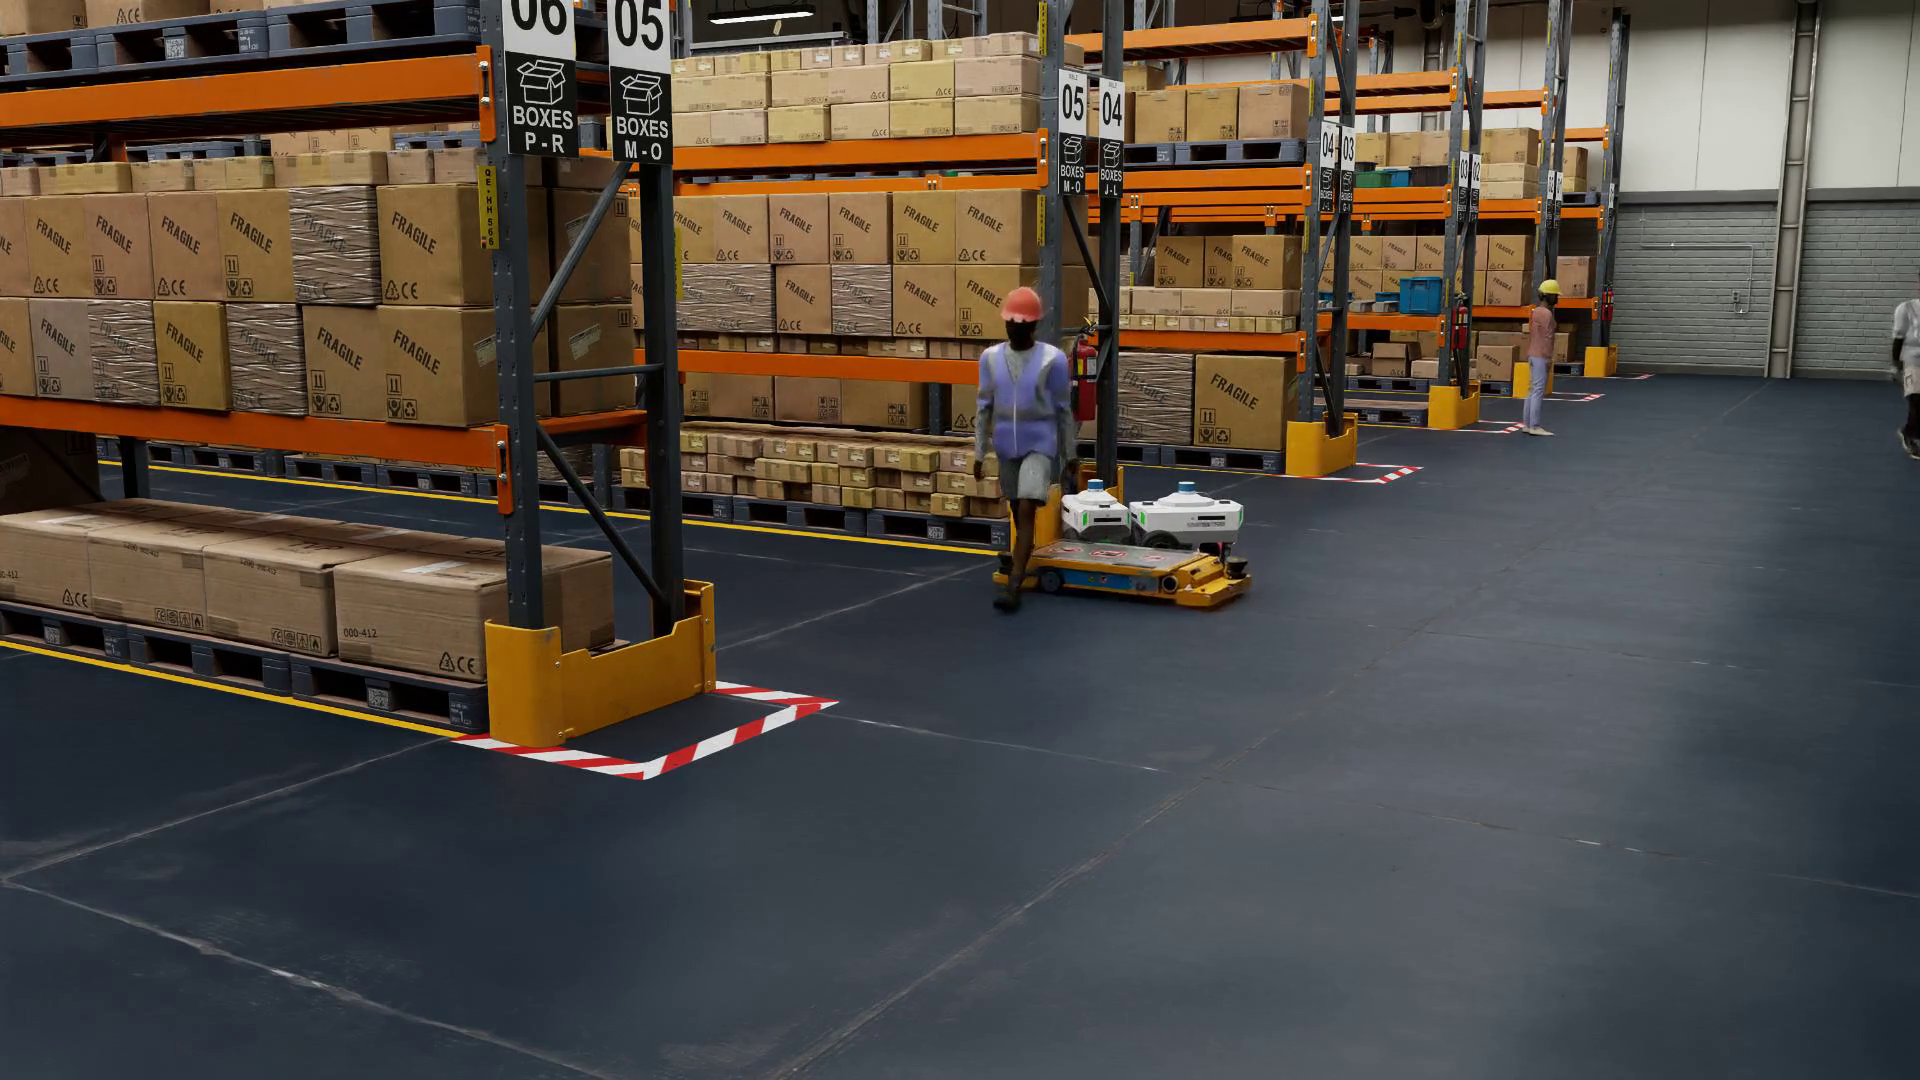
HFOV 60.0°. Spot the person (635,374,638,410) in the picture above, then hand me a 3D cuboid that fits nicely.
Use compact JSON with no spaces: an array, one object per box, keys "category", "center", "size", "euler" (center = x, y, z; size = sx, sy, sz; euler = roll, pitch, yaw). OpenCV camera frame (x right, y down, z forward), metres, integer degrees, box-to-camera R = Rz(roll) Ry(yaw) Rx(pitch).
[{"category":"person","center":[-3.169,-1.413,15.465],"size":[0.318,1.630,0.513],"euler":[3,10,17]}]

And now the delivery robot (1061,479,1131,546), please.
[{"category":"delivery robot","center":[0.890,-0.157,10.972],"size":[0.477,0.478,0.707],"euler":[-1,10,-9]}]

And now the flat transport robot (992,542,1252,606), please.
[{"category":"flat transport robot","center":[0.977,0.184,10.082],"size":[1.431,0.197,0.652],"euler":[6,11,30]}]

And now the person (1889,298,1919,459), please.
[{"category":"person","center":[9.750,-1.808,16.853],"size":[0.635,1.950,0.756],"euler":[0,10,-1]}]

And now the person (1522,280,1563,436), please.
[{"category":"person","center":[6.622,-2.063,18.871],"size":[0.329,1.765,0.533],"euler":[0,10,3]}]

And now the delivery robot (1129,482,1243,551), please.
[{"category":"delivery robot","center":[1.477,-0.138,10.860],"size":[0.707,0.478,0.477],"euler":[-1,10,-8]}]

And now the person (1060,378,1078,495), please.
[{"category":"person","center":[0.800,-1.198,13.434],"size":[0.984,1.883,0.568],"euler":[9,13,41]}]

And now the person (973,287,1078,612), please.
[{"category":"person","center":[0.366,-0.554,9.805],"size":[0.563,1.867,1.110],"euler":[4,11,24]}]
